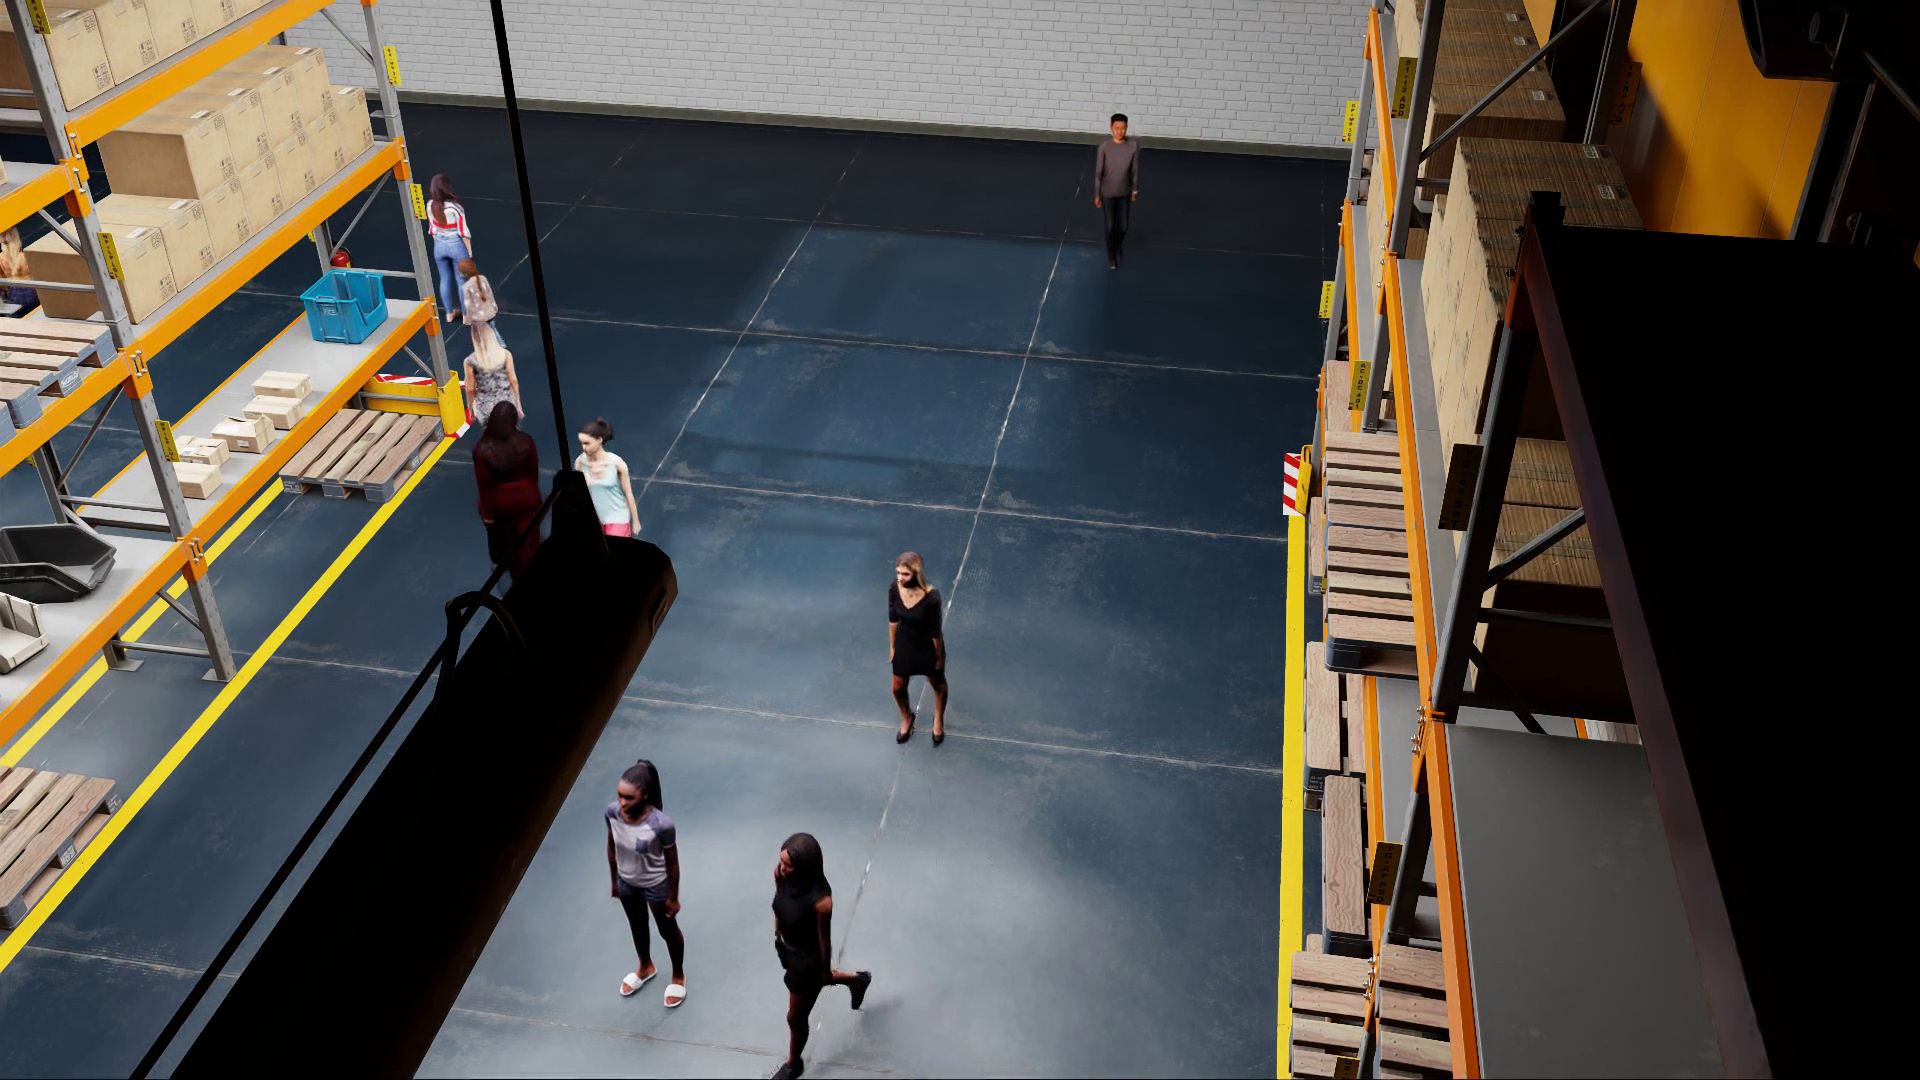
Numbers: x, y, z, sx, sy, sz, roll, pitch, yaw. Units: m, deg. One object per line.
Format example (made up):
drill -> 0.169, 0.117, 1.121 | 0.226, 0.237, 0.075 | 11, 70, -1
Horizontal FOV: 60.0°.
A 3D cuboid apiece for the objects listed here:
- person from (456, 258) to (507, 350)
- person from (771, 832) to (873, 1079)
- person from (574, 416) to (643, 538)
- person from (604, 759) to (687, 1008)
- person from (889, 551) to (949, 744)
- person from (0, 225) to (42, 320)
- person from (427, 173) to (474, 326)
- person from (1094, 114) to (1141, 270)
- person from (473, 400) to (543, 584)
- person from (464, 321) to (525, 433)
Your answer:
person -> -4.723, -2.251, 16.499 | 0.659, 1.180, 0.561 | 26, 42, 34
person -> -0.795, 2.265, 9.220 | 1.143, 1.717, 1.010 | -27, 42, -35
person -> -2.690, -0.182, 12.899 | 0.623, 1.720, 1.093 | 7, 34, 11
person -> -1.809, 1.988, 9.633 | 0.646, 1.721, 0.619 | 12, 35, 17
person -> -0.262, 0.735, 11.574 | 0.629, 1.659, 0.676 | 12, 36, 18
person -> -9.008, -2.229, 16.091 | 0.837, 1.595, 1.112 | -7, 34, -10
person -> -5.295, -3.023, 17.272 | 0.582, 1.610, 0.491 | 6, 34, 8
person -> 1.723, -3.878, 18.426 | 0.699, 1.756, 0.690 | 1, 34, 2
person -> -3.458, -0.209, 12.974 | 1.121, 1.682, 1.246 | -18, 37, -24
person -> -3.943, -1.050, 14.237 | 0.894, 1.684, 1.006 | -14, 36, -20
